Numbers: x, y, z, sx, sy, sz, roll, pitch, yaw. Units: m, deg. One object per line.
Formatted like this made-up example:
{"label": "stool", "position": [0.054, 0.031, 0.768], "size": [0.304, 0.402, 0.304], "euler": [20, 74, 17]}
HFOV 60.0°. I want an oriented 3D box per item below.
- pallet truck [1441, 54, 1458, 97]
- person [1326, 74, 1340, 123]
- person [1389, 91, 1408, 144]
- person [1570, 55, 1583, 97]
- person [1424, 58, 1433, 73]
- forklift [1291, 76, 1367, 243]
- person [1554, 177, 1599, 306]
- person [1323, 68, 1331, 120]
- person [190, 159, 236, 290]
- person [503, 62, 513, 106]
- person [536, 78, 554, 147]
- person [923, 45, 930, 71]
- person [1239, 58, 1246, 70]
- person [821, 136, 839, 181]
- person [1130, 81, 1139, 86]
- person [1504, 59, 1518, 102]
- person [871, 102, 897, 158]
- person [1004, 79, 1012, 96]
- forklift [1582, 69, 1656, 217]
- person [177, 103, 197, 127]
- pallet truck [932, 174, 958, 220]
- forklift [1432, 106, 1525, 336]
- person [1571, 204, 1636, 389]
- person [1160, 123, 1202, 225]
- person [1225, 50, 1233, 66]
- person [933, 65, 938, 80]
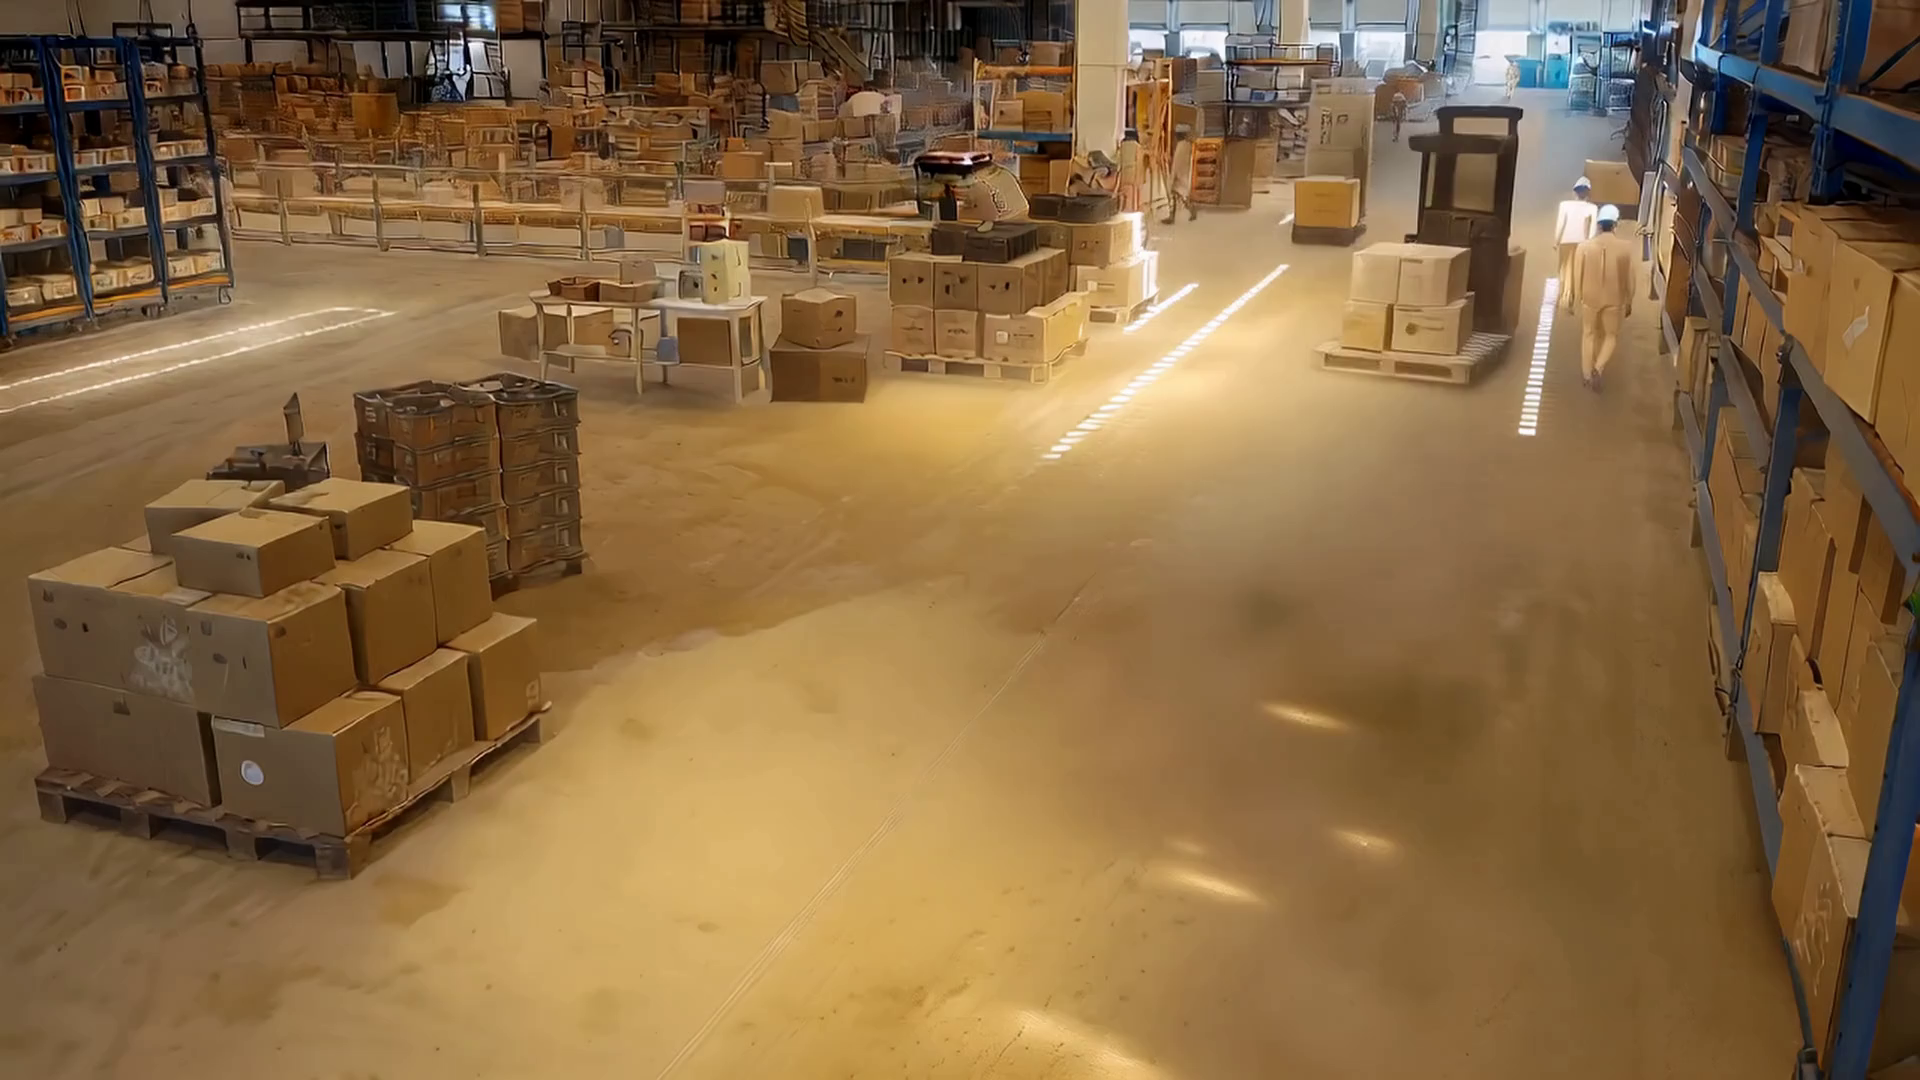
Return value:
{"label": "pallet truck", "position": [22.765, -21.886, 78.355], "size": [0.823, 1.965, 1.885], "euler": [-4, 18, -14]}
{"label": "person", "position": [12.490, -14.514, 55.345], "size": [0.965, 1.893, 0.569], "euler": [11, 21, 30]}
{"label": "person", "position": [13.406, -12.952, 50.950], "size": [0.517, 1.586, 0.833], "euler": [-2, 18, -7]}
{"label": "person", "position": [28.933, -21.725, 77.982], "size": [0.586, 1.917, 0.381], "euler": [9, 20, 27]}
{"label": "person", "position": [20.767, -20.495, 74.151], "size": [0.782, 1.896, 0.640], "euler": [6, 19, 18]}
{"label": "forklift", "position": [6.598, -6.755, 29.381], "size": [1.129, 2.768, 1.873], "euler": [6, 19, 19]}
{"label": "person", "position": [8.426, -4.071, 22.769], "size": [0.538, 1.753, 0.446], "euler": [6, 19, 18]}
{"label": "person", "position": [13.719, -16.685, 62.224], "size": [0.318, 1.868, 0.531], "euler": [-8, 19, -23]}
{"label": "person", "position": [-10.850, -4.604, 24.168], "size": [0.543, 1.930, 0.610], "euler": [14, 22, 37]}
{"label": "person", "position": [-19.421, -19.526, 71.188], "size": [0.345, 1.846, 0.506], "euler": [10, 20, 28]}
{"label": "person", "position": [-12.423, -12.766, 49.662], "size": [0.558, 2.029, 0.617], "euler": [9, 20, 25]}
{"label": "person", "position": [-2.065, -28.785, 100.137], "size": [0.602, 1.932, 0.626], "euler": [7, 19, 20]}
{"label": "person", "position": [13.056, -21.512, 77.456], "size": [0.525, 1.824, 0.523], "euler": [2, 18, 5]}
{"label": "person", "position": [-2.347, -6.471, 30.324], "size": [0.368, 1.755, 0.538], "euler": [2, 18, 7]}
{"label": "person", "position": [9.278, -24.923, 88.094], "size": [0.552, 1.893, 1.007], "euler": [-5, 18, -16]}
{"label": "person", "position": [24.582, -20.501, 74.188], "size": [0.581, 1.882, 0.339], "euler": [-2, 18, -6]}
{"label": "person", "position": [-1.874, -9.840, 40.851], "size": [0.590, 1.781, 0.929], "euler": [8, 19, 23]}
{"label": "person", "position": [1.701, -15.811, 59.364], "size": [0.360, 1.939, 0.543], "euler": [6, 19, 19]}
{"label": "forklift", "position": [13.219, -7.740, 32.475], "size": [1.873, 2.768, 1.129], "euler": [6, 19, 18]}
{"label": "person", "position": [-21.908, -11.895, 47.141], "size": [0.656, 1.886, 0.670], "euler": [12, 21, 33]}
{"label": "pallet truck", "position": [-0.507, -5.292, 27.348], "size": [0.653, 1.274, 1.630], "euler": [6, 19, 19]}
{"label": "forklift", "position": [6.193, -3.838, 20.214], "size": [1.129, 2.768, 1.873], "euler": [10, 20, 29]}
{"label": "person", "position": [6.797, -2.555, 17.638], "size": [0.634, 1.978, 0.670], "euler": [8, 19, 23]}
{"label": "person", "position": [4.238, -6.967, 31.628], "size": [0.803, 1.906, 0.558], "euler": [-3, 18, -9]}
{"label": "person", "position": [14.712, -25.884, 90.943], "size": [0.408, 1.987, 0.621], "euler": [4, 18, 12]}
{"label": "person", "position": [-1.040, -17.600, 65.045], "size": [0.689, 1.901, 0.605], "euler": [7, 19, 22]}
